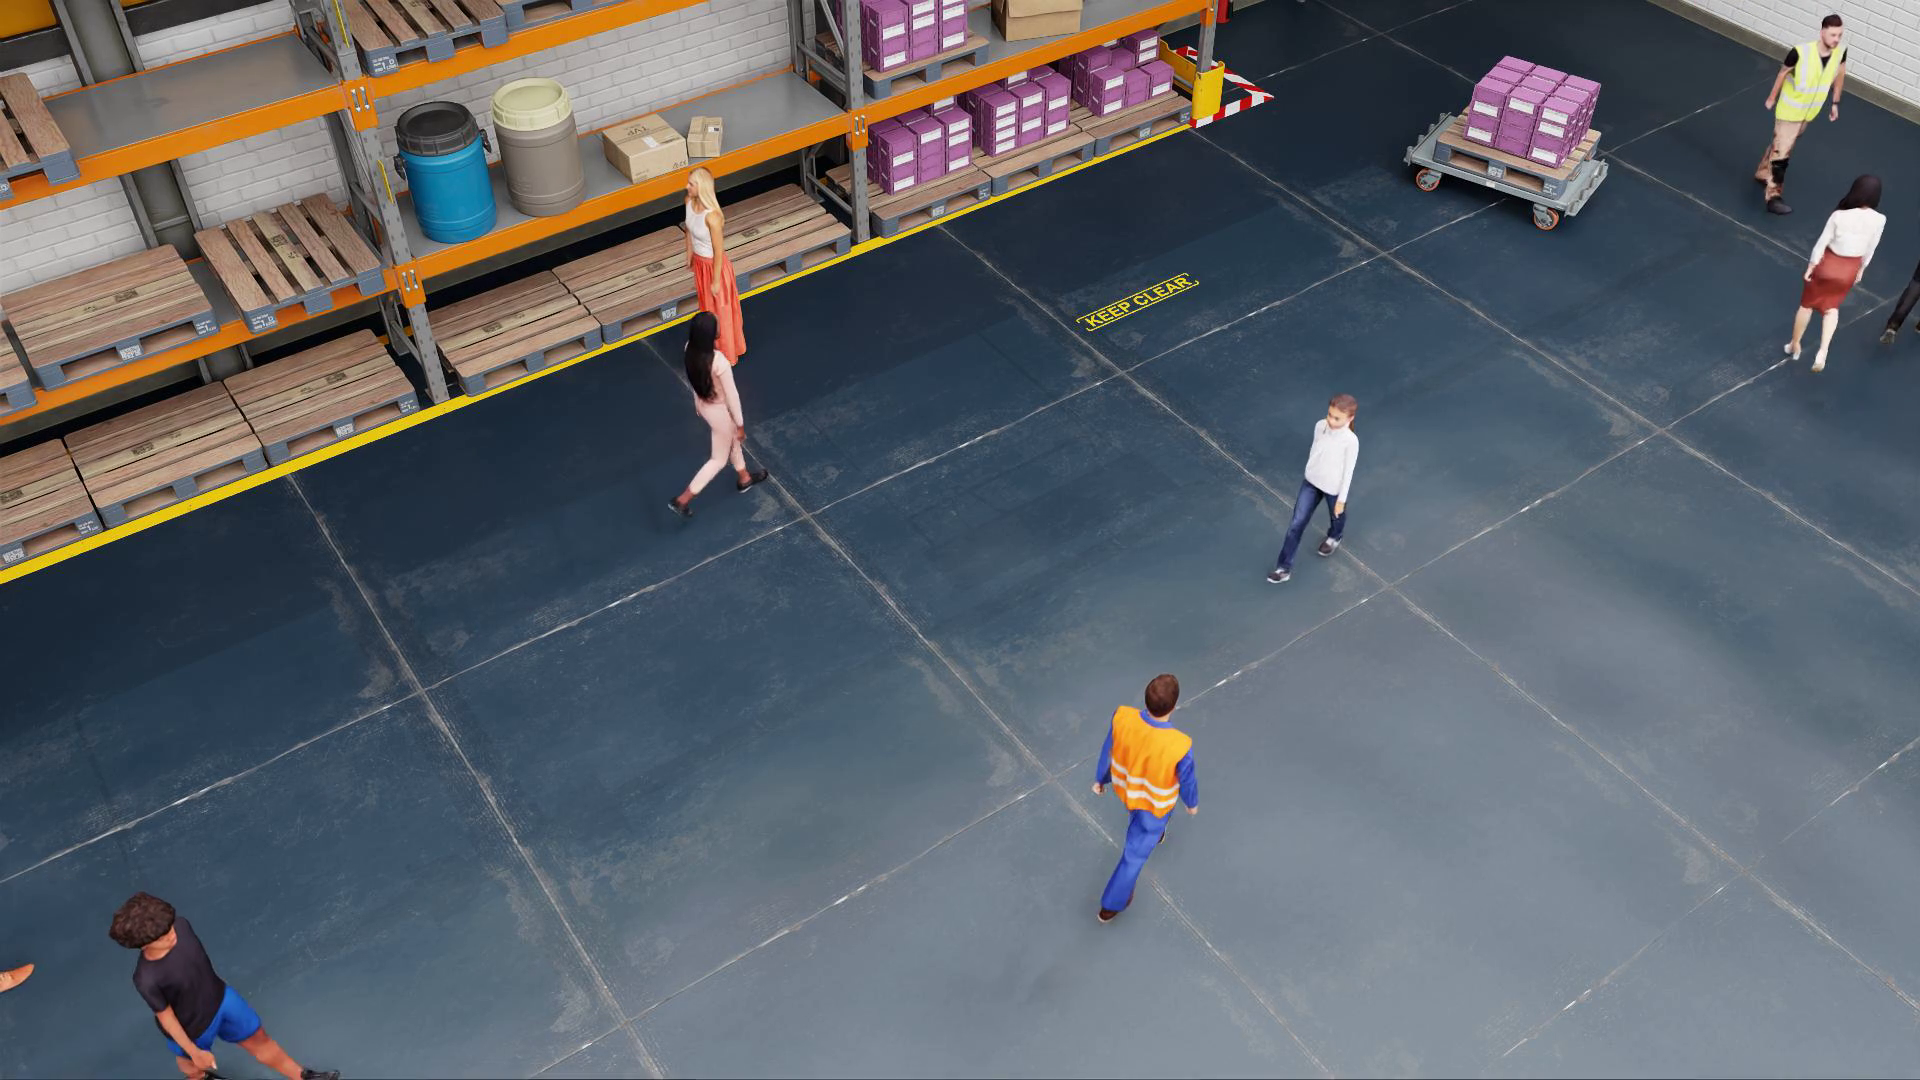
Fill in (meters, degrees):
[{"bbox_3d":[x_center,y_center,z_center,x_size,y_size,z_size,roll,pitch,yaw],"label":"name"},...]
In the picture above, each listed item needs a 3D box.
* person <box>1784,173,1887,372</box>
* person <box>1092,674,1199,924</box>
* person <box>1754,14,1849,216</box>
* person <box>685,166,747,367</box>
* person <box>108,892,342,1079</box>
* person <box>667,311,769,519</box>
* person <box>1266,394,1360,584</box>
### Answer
[{"bbox_3d":[6.852,-2.019,13.004,0.891,1.732,0.955,7,44,7],"label":"person"},{"bbox_3d":[0.982,1.483,9.261,0.953,1.826,1.233,27,50,26],"label":"person"},{"bbox_3d":[7.495,-3.918,14.942,1.114,1.808,1.021,-9,44,-10],"label":"person"},{"bbox_3d":[-1.955,-2.138,13.077,0.561,1.803,0.614,-27,50,-25],"label":"person"},{"bbox_3d":[-3.946,2.360,8.393,1.156,1.752,1.104,7,44,8],"label":"person"},{"bbox_3d":[-1.787,-0.858,11.813,1.129,1.695,0.696,-31,52,-28],"label":"person"},{"bbox_3d":[2.585,-0.412,11.477,0.719,1.511,1.123,31,52,28],"label":"person"}]
